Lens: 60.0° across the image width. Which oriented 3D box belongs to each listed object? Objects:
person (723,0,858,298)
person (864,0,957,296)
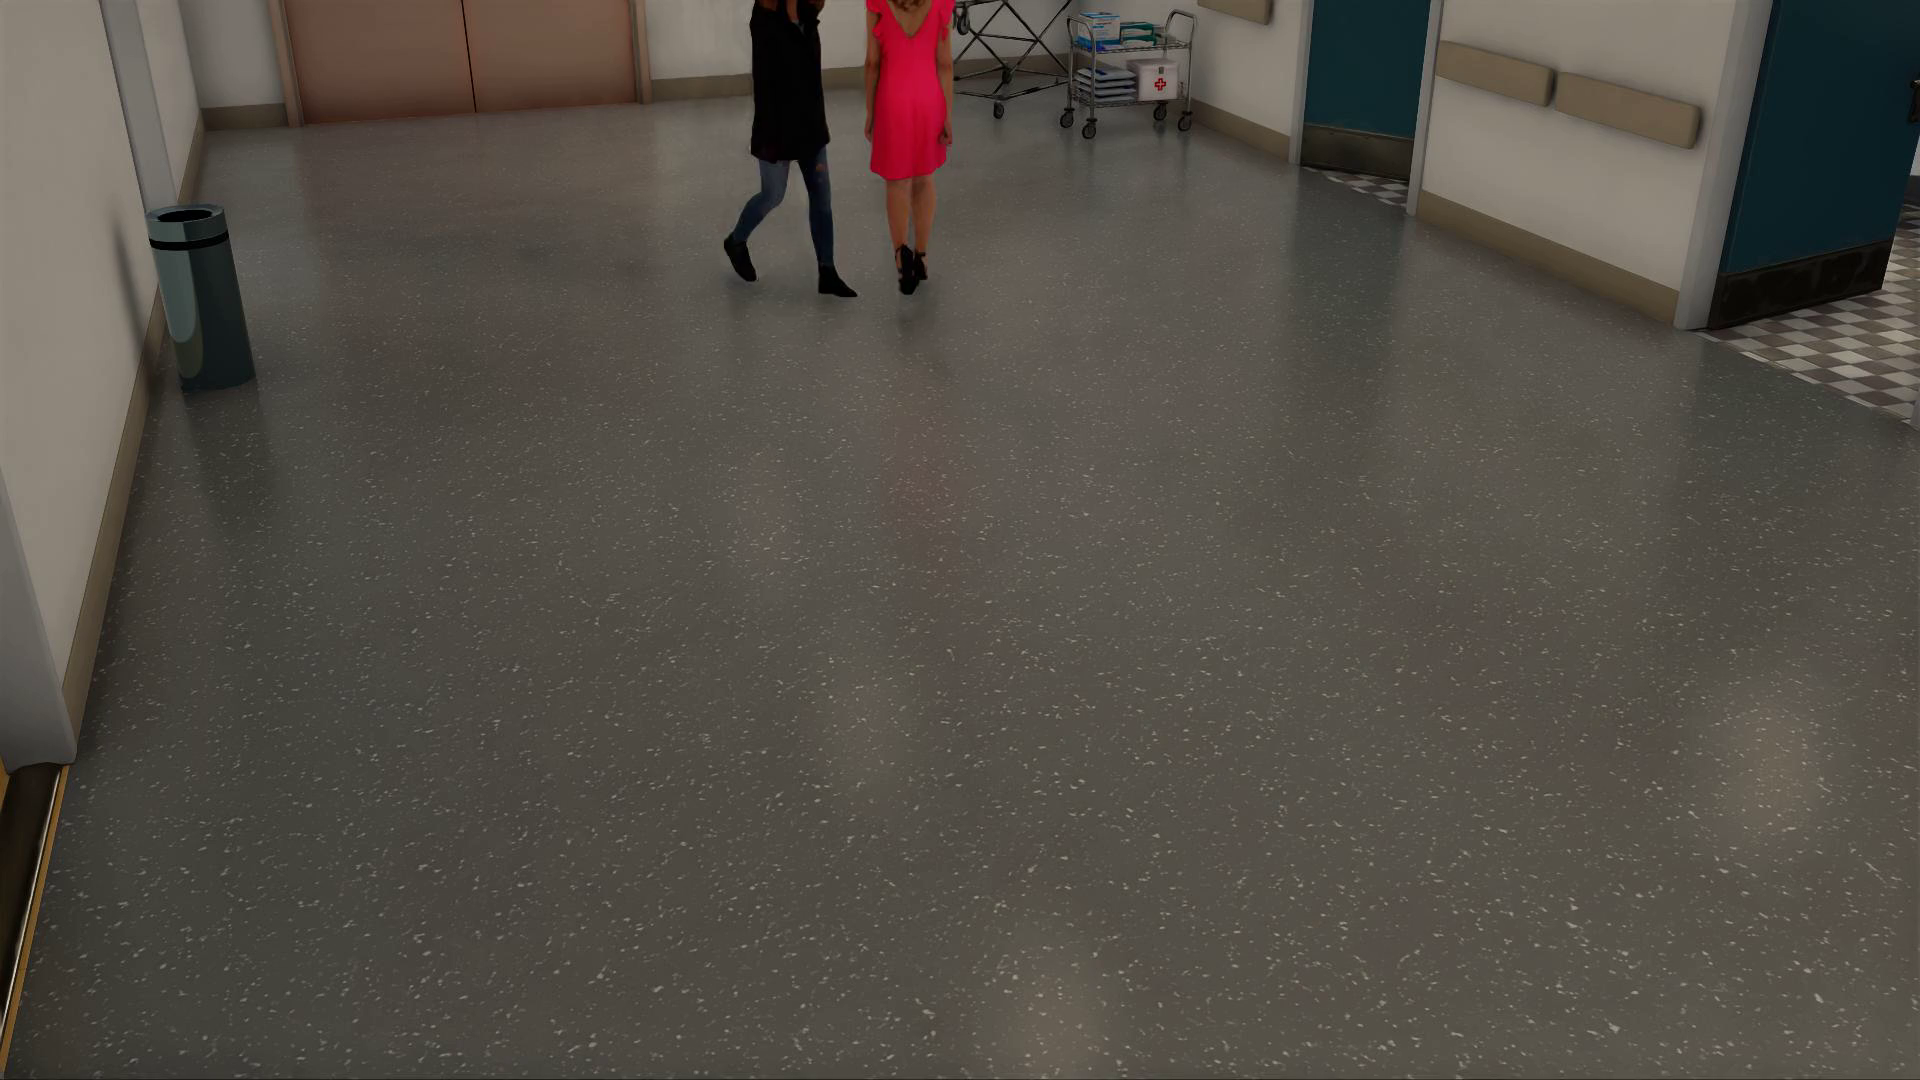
[{"bbox_3d":[-0.860,-1.950,7.841,1.129,1.609,0.976,19,32,34],"label":"person"},{"bbox_3d":[-0.230,-1.946,7.738,0.728,1.690,0.990,-2,26,-4],"label":"person"}]
